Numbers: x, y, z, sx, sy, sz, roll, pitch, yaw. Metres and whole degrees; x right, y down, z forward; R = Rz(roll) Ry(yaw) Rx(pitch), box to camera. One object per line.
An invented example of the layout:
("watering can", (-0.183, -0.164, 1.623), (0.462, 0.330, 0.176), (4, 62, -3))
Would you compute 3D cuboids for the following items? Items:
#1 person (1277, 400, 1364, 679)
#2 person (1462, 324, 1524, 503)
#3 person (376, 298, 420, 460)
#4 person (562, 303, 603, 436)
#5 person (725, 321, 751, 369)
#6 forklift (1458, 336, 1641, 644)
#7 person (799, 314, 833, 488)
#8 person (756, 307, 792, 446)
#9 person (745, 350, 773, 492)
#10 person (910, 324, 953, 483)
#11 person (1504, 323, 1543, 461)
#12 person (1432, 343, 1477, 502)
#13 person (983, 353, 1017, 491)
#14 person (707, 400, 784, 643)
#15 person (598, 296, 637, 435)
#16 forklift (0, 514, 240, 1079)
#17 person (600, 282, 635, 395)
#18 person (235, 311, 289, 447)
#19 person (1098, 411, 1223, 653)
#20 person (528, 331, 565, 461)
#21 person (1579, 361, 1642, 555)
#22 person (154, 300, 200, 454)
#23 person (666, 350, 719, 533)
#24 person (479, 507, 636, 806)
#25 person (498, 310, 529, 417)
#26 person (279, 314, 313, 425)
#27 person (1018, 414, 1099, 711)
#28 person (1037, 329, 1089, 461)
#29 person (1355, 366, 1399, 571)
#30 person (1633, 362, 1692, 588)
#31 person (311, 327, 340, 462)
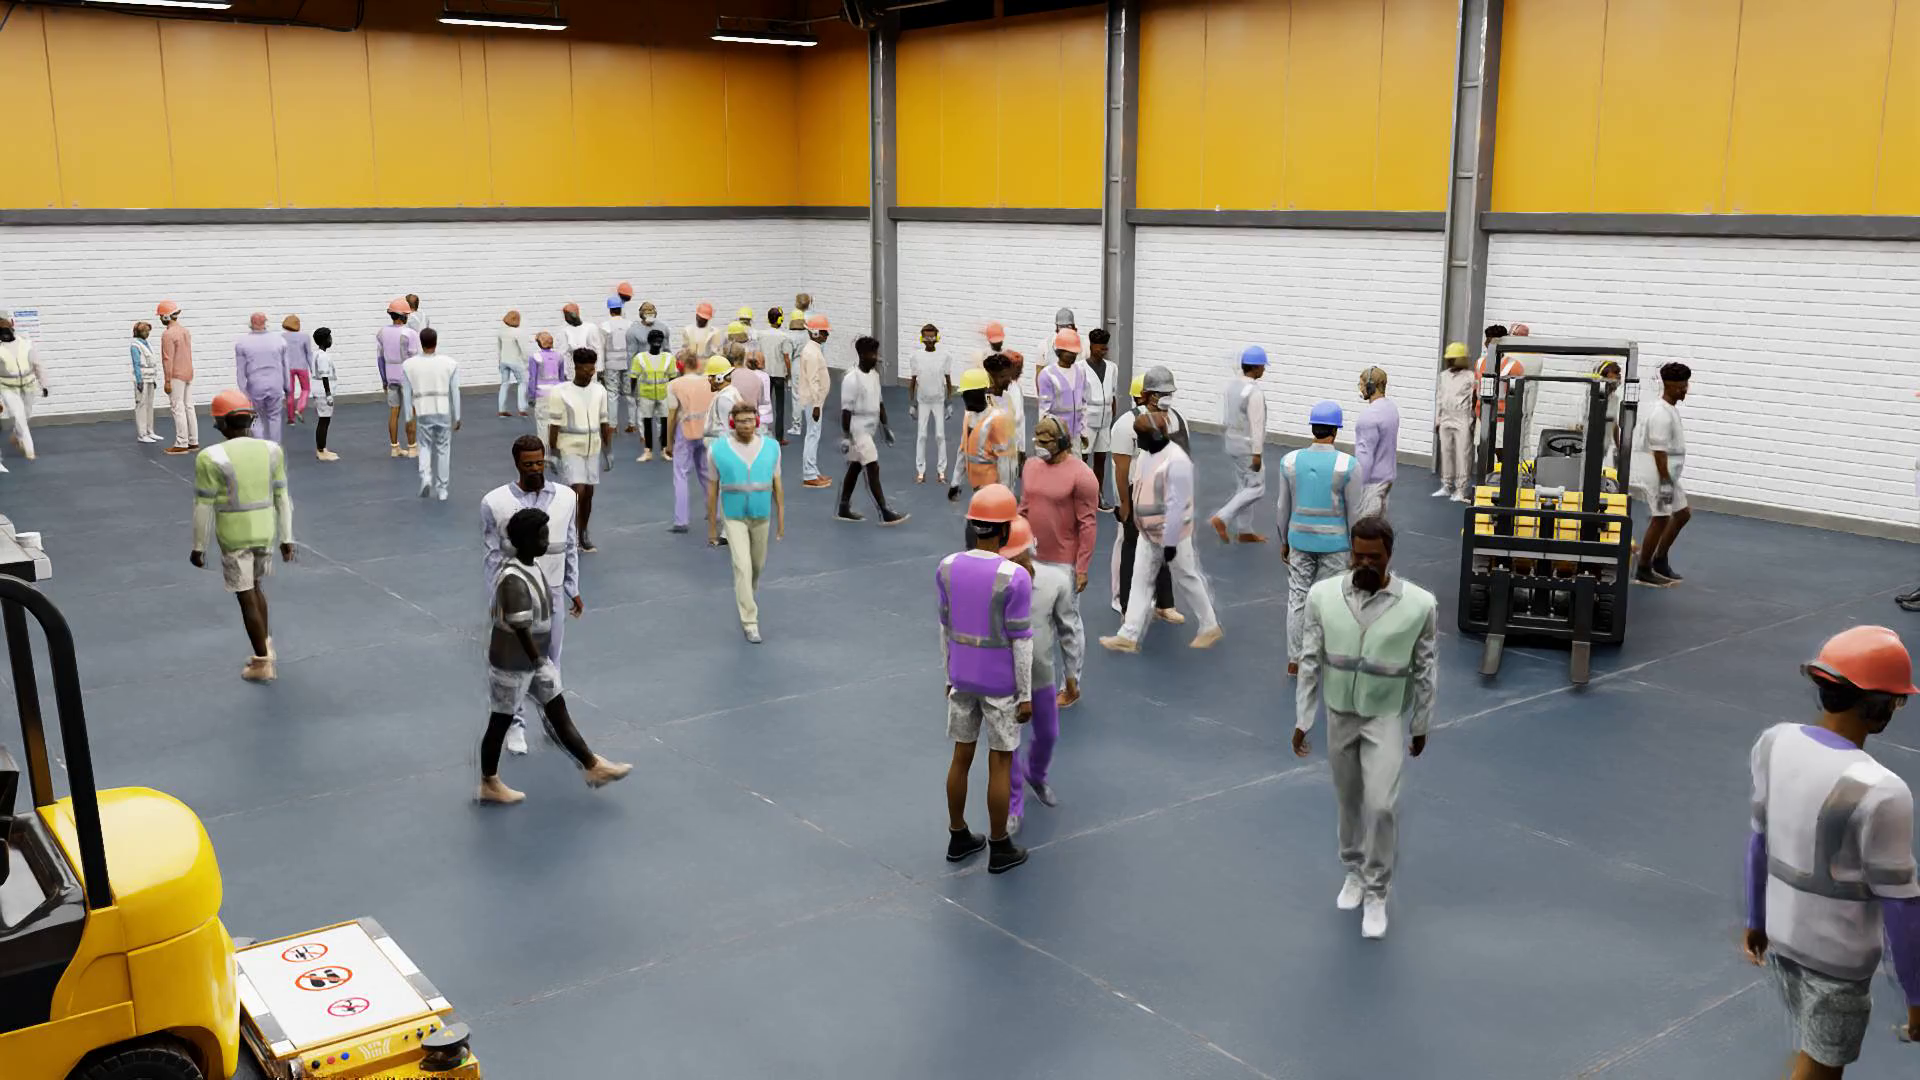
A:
("person", (2.467, 0.018, 11.384), (0.602, 1.944, 0.397), (7, 14, 32))
("person", (5.726, -1.334, 17.860), (0.361, 1.963, 0.612), (-8, 14, -33))
("person", (-7.055, -2.038, 21.072), (0.615, 2.041, 0.386), (4, 13, 21))
("person", (-5.200, -2.366, 23.101), (0.629, 1.858, 0.411), (3, 12, 14))
("person", (-2.875, -1.949, 21.403), (0.676, 1.715, 0.503), (3, 12, 14))
("forklift", (4.683, -0.471, 13.136), (1.214, 2.155, 2.313), (4, 12, 20))
("person", (-1.642, -1.592, 19.075), (0.402, 1.987, 0.608), (-1, 12, -5))
("person", (-2.479, -2.176, 22.212), (0.527, 1.855, 0.340), (5, 13, 21))
("person", (-2.238, -1.304, 18.539), (0.316, 1.629, 0.512), (2, 12, 10))
("person", (-0.333, -1.586, 19.350), (0.511, 1.858, 0.325), (0, 12, 0))
("person", (6.209, -1.478, 18.687), (0.641, 1.913, 0.408), (-7, 14, -30))
("person", (5.412, -1.287, 18.239), (0.523, 1.721, 0.515), (-10, 15, -41))
("person", (0.313, -0.659, 14.600), (0.364, 1.965, 0.609), (6, 13, 26))
("person", (-1.645, -0.186, 12.702), (0.572, 1.815, 0.880), (-5, 13, -22))
("person", (-4.771, -2.434, 23.237), (0.608, 1.940, 0.416), (-7, 13, -29))
("forklift", (-3.687, 1.115, 5.480), (2.313, 2.155, 1.214), (-9, 15, -36))
("person", (-5.731, -3.349, 27.749), (0.706, 1.903, 0.571), (-1, 12, -5))
("person", (-8.790, -1.938, 20.998), (0.641, 1.880, 0.427), (-7, 14, -31))
("person", (1.510, -0.055, 12.158), (0.950, 1.796, 0.651), (-5, 13, -23))
("person", (-5.199, -1.812, 20.986), (0.313, 1.631, 0.523), (10, 15, 40))
("person", (5.964, -0.755, 15.440), (0.531, 1.810, 0.923), (-11, 16, -44))
("person", (-10.160, -2.108, 21.566), (0.413, 1.982, 0.623), (0, 12, 0))
("person", (-2.671, -1.003, 16.712), (0.535, 1.792, 0.763), (10, 15, 41))
("person", (-2.225, 0.643, 9.018), (0.879, 1.654, 0.544), (0, 12, 2))
("person", (-6.752, -2.650, 25.049), (0.560, 1.615, 0.336), (6, 13, 28))
("person", (-9.656, -2.460, 24.128), (0.552, 1.618, 0.445), (-3, 12, -15))
("person", (0.610, 0.138, 10.831), (0.627, 1.934, 0.371), (11, 16, 44))
("person", (1.039, -1.061, 16.403), (0.612, 2.030, 0.410), (-10, 15, -39))
("person", (3.435, -0.482, 13.843), (0.376, 1.930, 0.636), (7, 14, 31))
("person", (6.048, -0.547, 14.124), (0.531, 1.932, 0.659), (6, 13, 28))
("person", (-8.004, -1.837, 20.970), (0.319, 1.693, 0.539), (-6, 13, -26))
